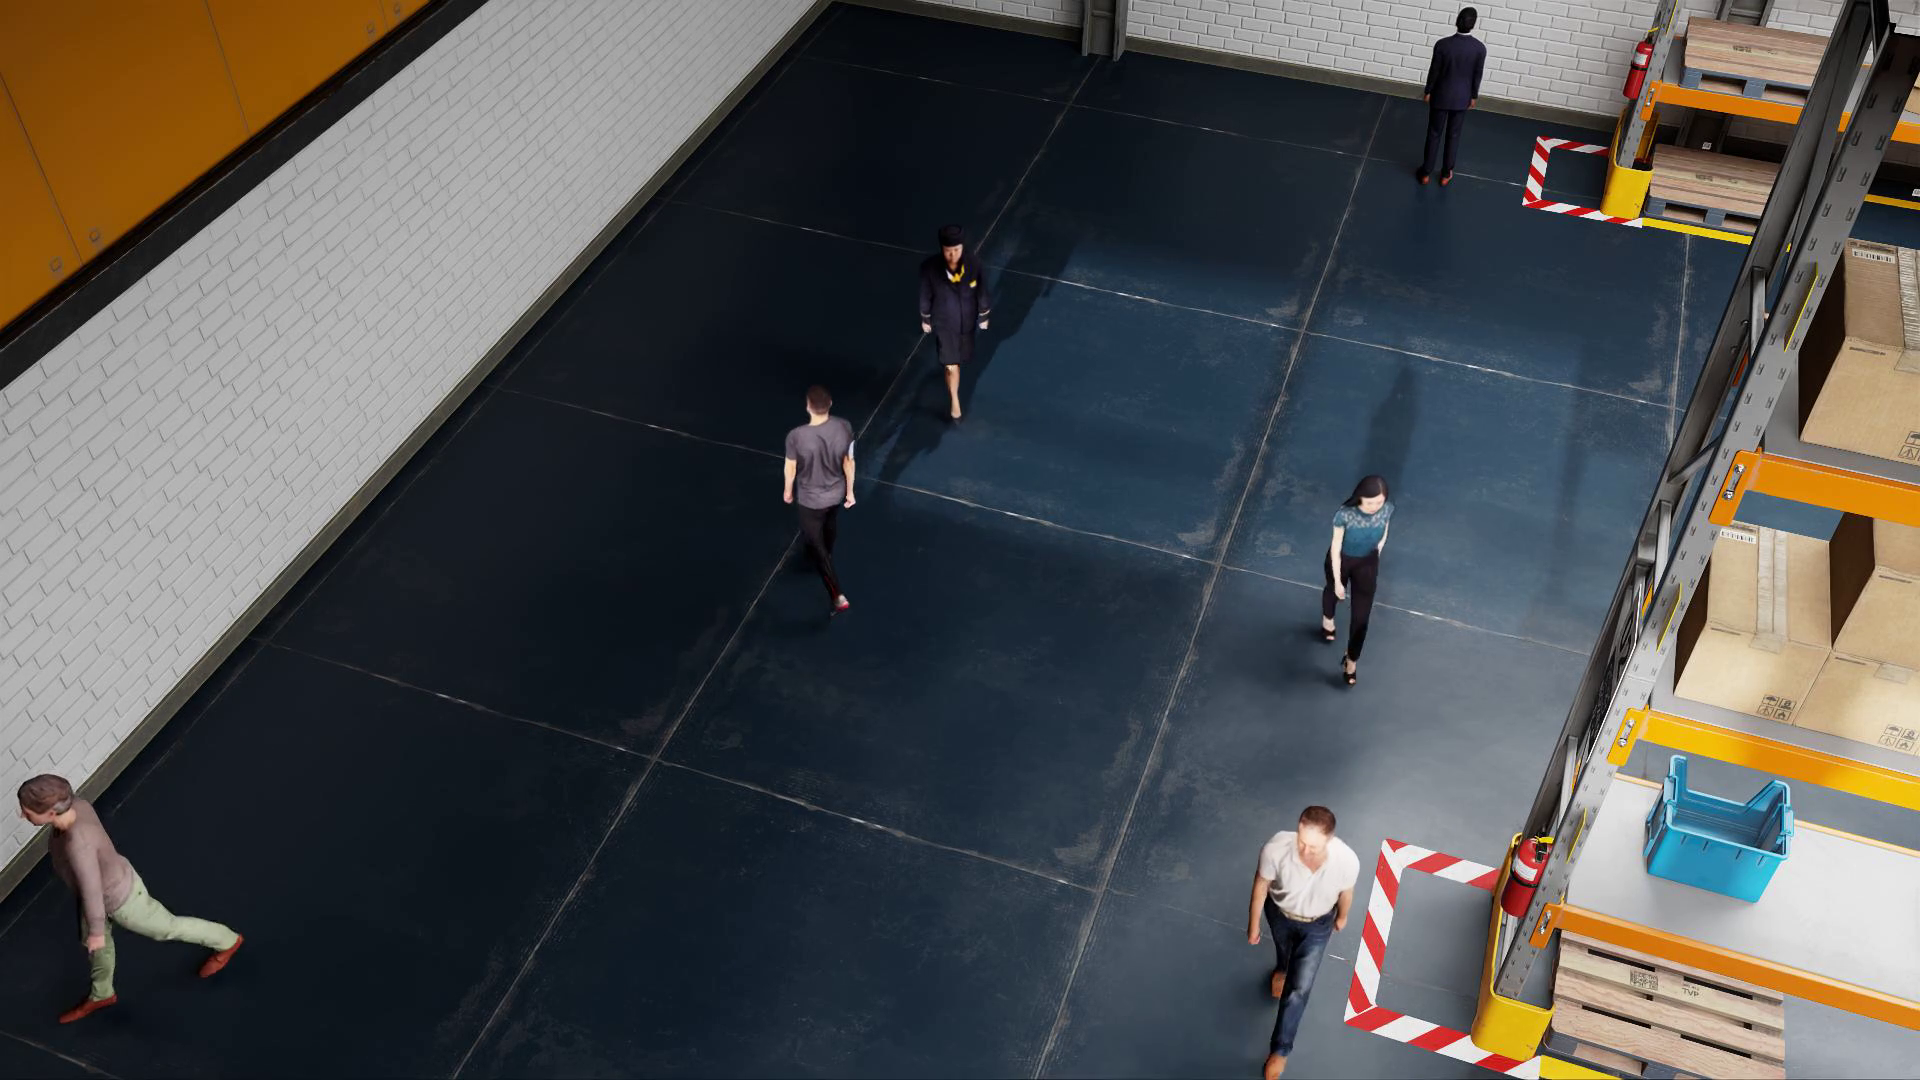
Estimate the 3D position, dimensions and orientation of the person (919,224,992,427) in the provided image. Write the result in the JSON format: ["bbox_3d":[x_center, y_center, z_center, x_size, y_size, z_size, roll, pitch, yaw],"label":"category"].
[{"bbox_3d":[-0.030,-1.726,12.826,1.051,1.651,1.015,-4,44,-4],"label":"person"}]

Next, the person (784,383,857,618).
[{"bbox_3d":[-0.917,-0.250,11.216,1.094,1.735,1.180,-20,47,-20],"label":"person"}]

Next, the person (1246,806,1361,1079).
[{"bbox_3d":[1.833,1.903,8.896,1.064,1.820,0.766,17,46,17],"label":"person"}]

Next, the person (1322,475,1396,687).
[{"bbox_3d":[2.531,0.111,10.866,0.881,1.696,0.813,-2,44,-3],"label":"person"}]

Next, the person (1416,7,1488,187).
[{"bbox_3d":[4.484,-4.043,15.204,0.519,1.727,0.720,8,44,8],"label":"person"}]

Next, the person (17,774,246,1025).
[{"bbox_3d":[-4.448,1.866,8.924,1.163,1.835,1.284,-29,51,-27],"label":"person"}]
